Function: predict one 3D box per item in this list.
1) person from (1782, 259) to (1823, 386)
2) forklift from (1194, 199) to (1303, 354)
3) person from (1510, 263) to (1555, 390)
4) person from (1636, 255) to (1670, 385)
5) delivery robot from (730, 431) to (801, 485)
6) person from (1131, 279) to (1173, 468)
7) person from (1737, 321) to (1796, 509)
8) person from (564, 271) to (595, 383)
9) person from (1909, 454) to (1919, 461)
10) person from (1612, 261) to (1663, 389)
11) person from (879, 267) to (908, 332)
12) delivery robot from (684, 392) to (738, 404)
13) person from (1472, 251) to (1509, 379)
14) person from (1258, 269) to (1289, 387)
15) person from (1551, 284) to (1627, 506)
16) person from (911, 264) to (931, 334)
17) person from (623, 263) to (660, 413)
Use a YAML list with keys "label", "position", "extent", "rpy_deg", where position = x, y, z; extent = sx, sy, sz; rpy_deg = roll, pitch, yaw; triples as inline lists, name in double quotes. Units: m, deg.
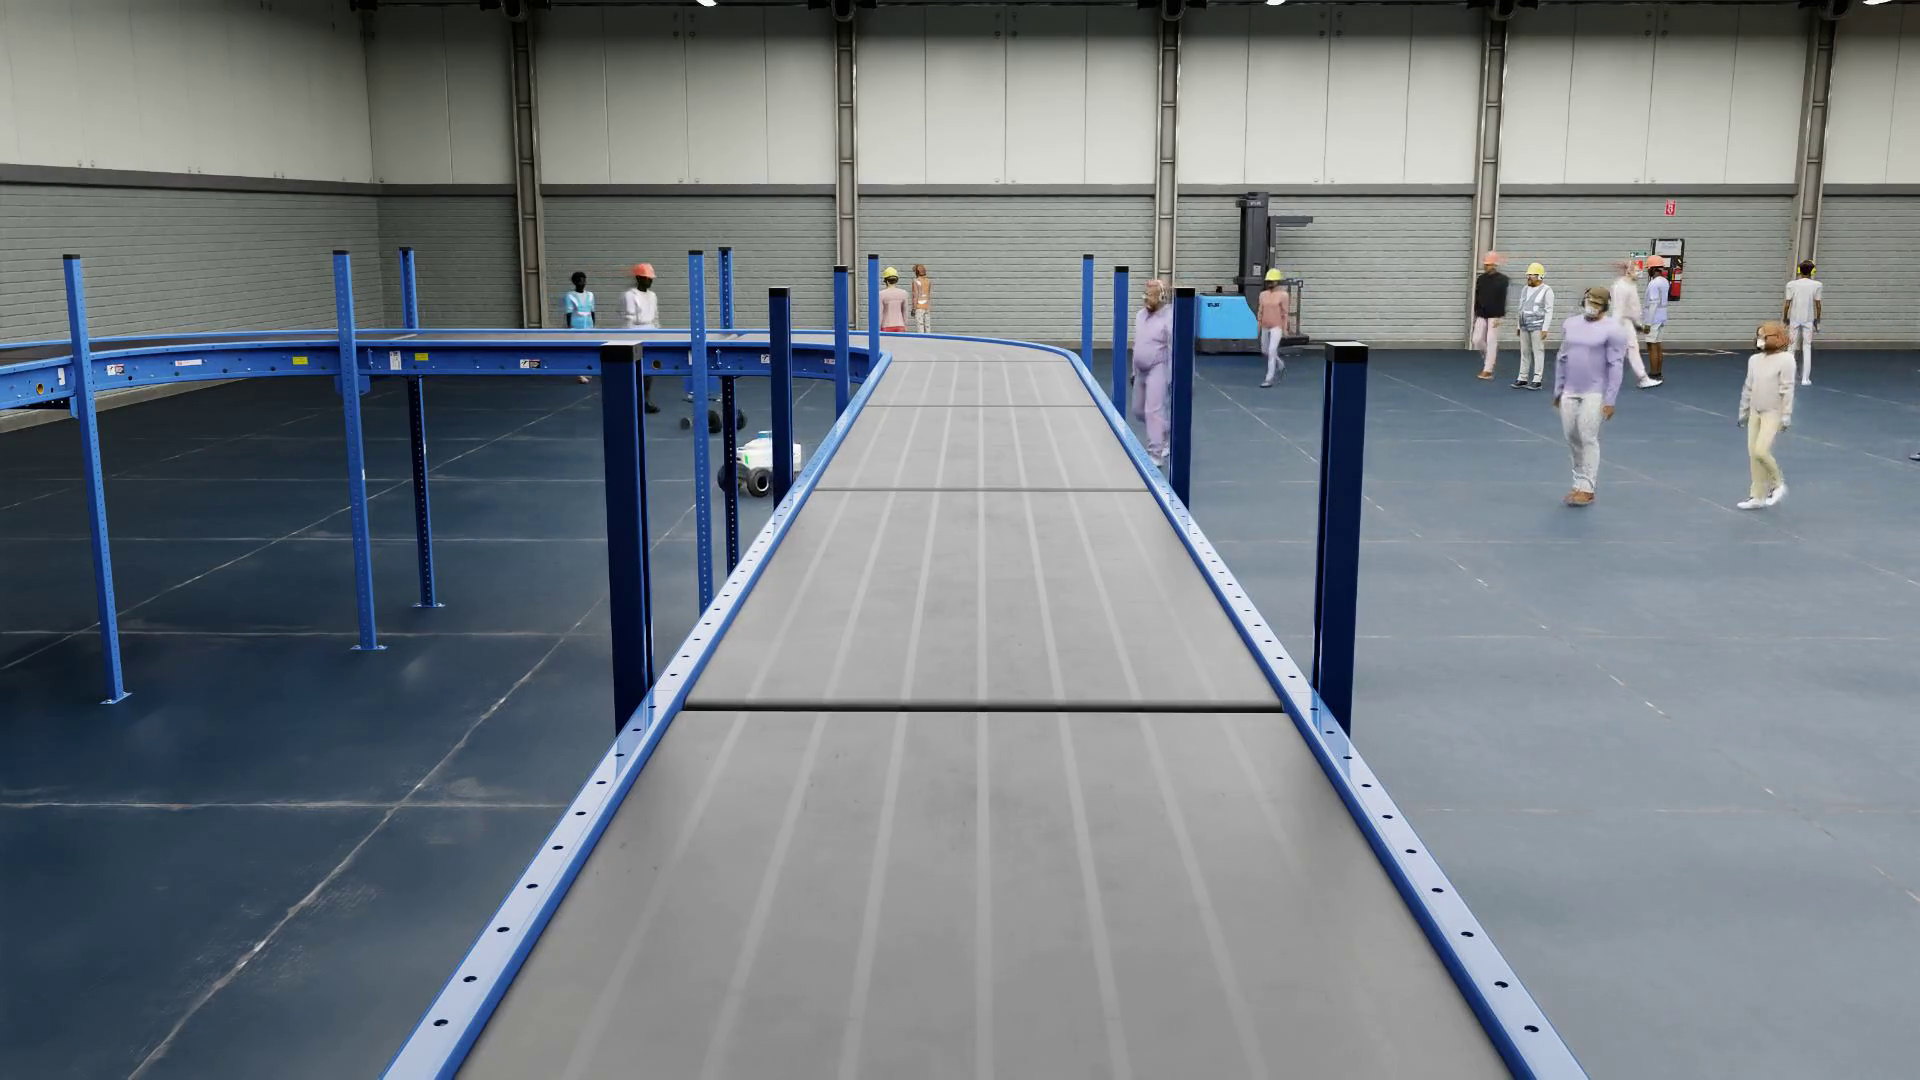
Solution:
- label: "person"
  position: [12.603, -3.257, 24.907]
  extent: [0.532, 1.871, 0.321]
  rpy_deg: [6, 12, 27]
- label: "forklift"
  position: [5.313, -4.851, 30.603]
  extent: [1.873, 2.768, 1.129]
  rpy_deg: [0, 11, 1]
- label: "person"
  position: [8.360, -3.123, 24.302]
  extent: [0.403, 1.835, 0.586]
  rpy_deg: [-6, 12, -26]
- label: "person"
  position: [10.346, -3.279, 24.847]
  extent: [0.373, 1.933, 0.550]
  rpy_deg: [9, 14, 40]
- label: "delivery robot"
  position: [-1.804, -0.757, 15.312]
  extent: [0.477, 0.478, 0.707]
  rpy_deg: [10, 15, 42]
- label: "person"
  position: [1.992, -1.670, 16.698]
  extent: [0.589, 1.885, 0.662]
  rpy_deg: [-6, 13, -28]
- label: "person"
  position: [6.892, -1.065, 14.282]
  extent: [0.341, 1.619, 0.524]
  rpy_deg: [-3, 11, -16]
- label: "person"
  position: [-5.728, -3.216, 25.163]
  extent: [0.542, 1.680, 0.368]
  rpy_deg: [-10, 15, -42]
- label: "person"
  position: [10.255, -1.663, 17.053]
  extent: [0.680, 1.744, 0.530]
  rpy_deg: [6, 13, 30]
- label: "person"
  position: [9.810, -3.153, 24.409]
  extent: [0.999, 1.855, 0.640]
  rpy_deg: [5, 12, 24]
- label: "person"
  position: [-1.004, -3.111, 24.418]
  extent: [0.523, 1.769, 0.316]
  rpy_deg: [-6, 12, -27]
- label: "delivery robot"
  position: [-2.960, -1.743, 19.712]
  extent: [0.698, 0.223, 0.335]
  rpy_deg: [7, 13, 33]
- label: "person"
  position: [8.261, -3.503, 25.919]
  extent: [0.517, 1.973, 0.612]
  rpy_deg: [-8, 13, -35]
- label: "person"
  position: [4.700, -3.170, 24.788]
  extent: [0.684, 1.745, 0.531]
  rpy_deg: [-10, 15, -43]
- label: "person"
  position: [5.508, -1.262, 14.601]
  extent: [0.475, 1.932, 0.645]
  rpy_deg: [-6, 13, -30]
- label: "person"
  position: [-0.715, -4.232, 30.507]
  extent: [0.310, 1.640, 0.514]
  rpy_deg: [7, 13, 33]
- label: "person"
  position: [-4.027, -2.577, 21.280]
  extent: [0.402, 1.918, 0.565]
  rpy_deg: [6, 13, 30]
